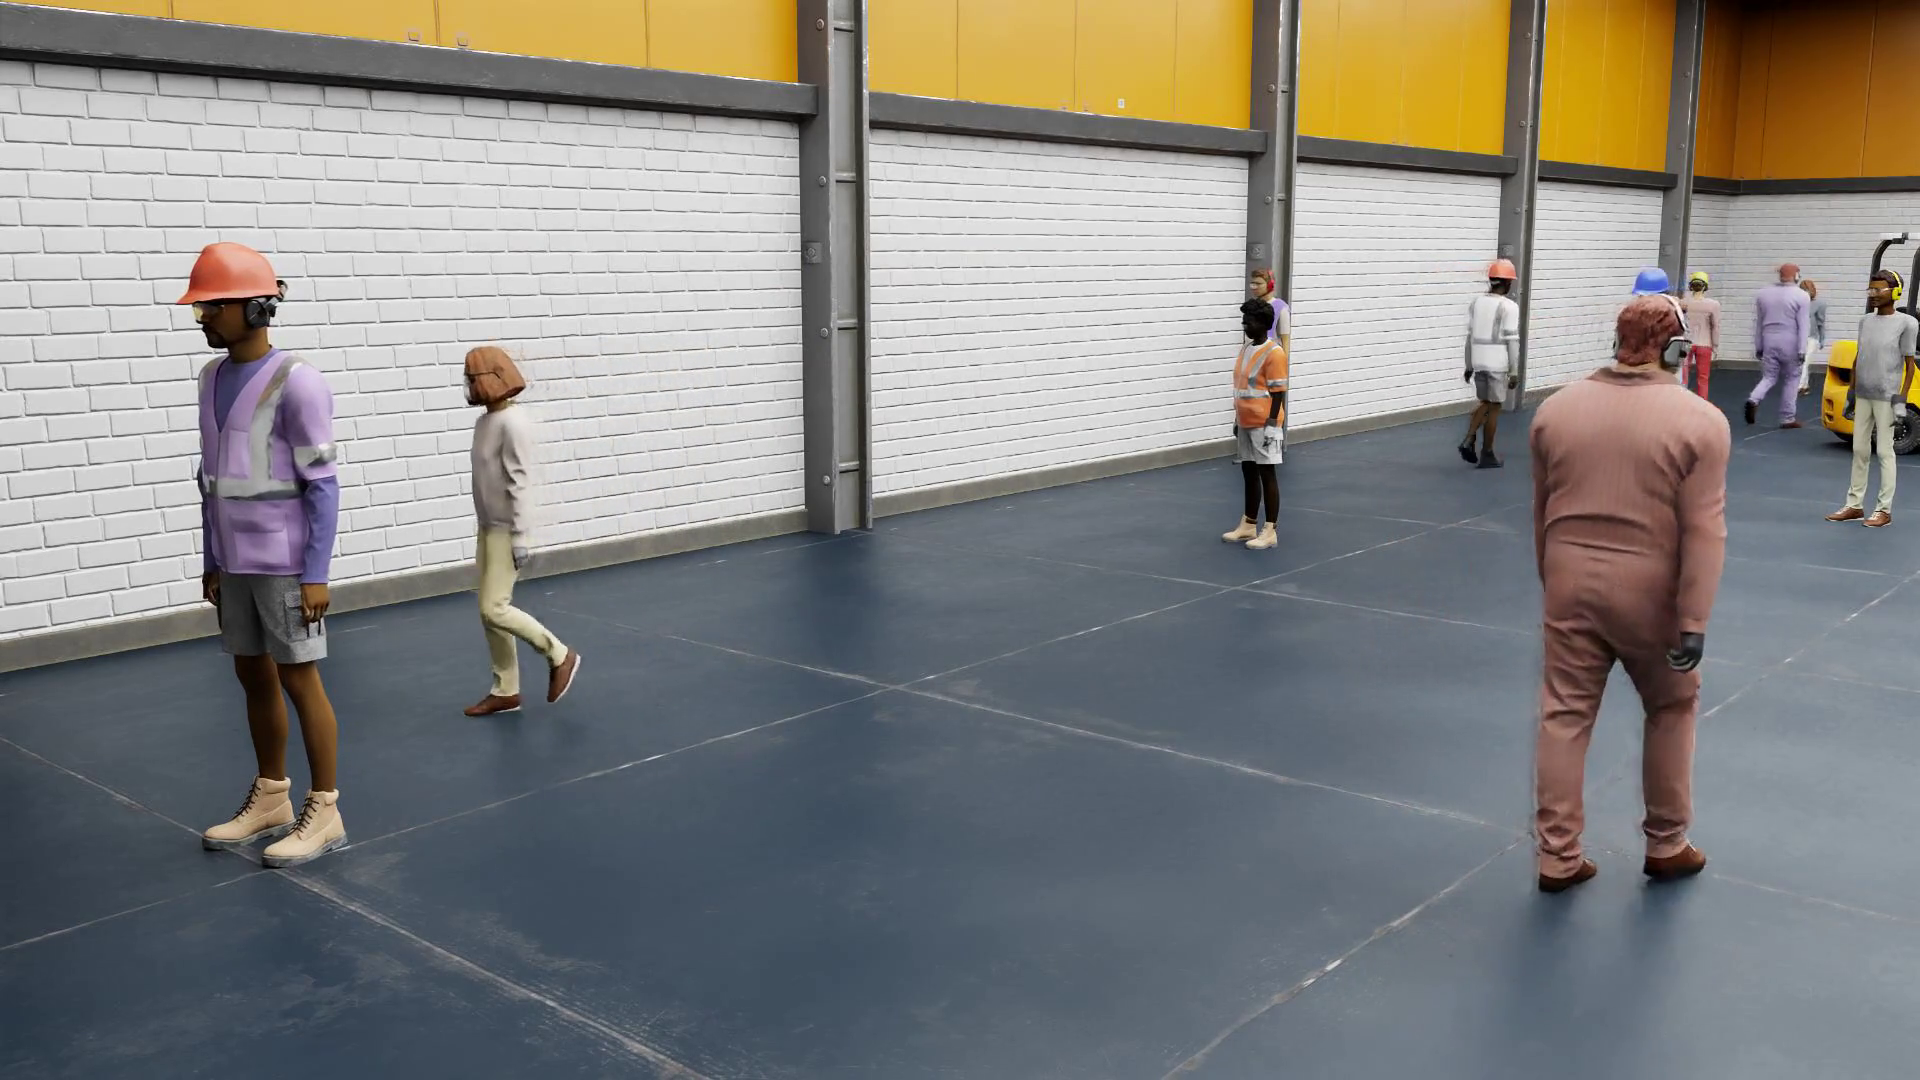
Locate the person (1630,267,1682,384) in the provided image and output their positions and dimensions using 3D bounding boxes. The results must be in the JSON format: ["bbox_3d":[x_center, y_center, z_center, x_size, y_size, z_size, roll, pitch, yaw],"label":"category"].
[{"bbox_3d":[5.342,-1.132,12.707,0.986,1.896,0.624,0,10,1],"label":"person"}]

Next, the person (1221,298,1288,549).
[{"bbox_3d":[2.013,-0.787,11.275,0.320,1.693,0.531,-3,11,-19],"label":"person"}]

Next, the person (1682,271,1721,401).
[{"bbox_3d":[8.527,-2.229,19.296,0.522,1.763,0.320,6,12,31],"label":"person"}]

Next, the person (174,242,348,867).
[{"bbox_3d":[-2.311,0.057,5.470,0.616,2.041,0.381,6,12,32],"label":"person"}]

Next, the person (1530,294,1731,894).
[{"bbox_3d":[2.128,0.172,5.283,0.659,1.879,0.751,9,14,43],"label":"person"}]

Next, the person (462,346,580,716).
[{"bbox_3d":[-1.949,-0.028,7.172,0.415,1.614,0.516,-7,12,-34],"label":"person"}]

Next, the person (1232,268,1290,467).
[{"bbox_3d":[2.825,-1.590,15.420,0.374,1.841,0.575,-6,12,-30],"label":"person"}]

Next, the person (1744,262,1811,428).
[{"bbox_3d":[9.187,-2.176,18.647,0.676,1.878,0.658,-6,12,-31],"label":"person"}]

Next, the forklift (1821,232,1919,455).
[{"bbox_3d":[9.955,-1.972,16.595,2.313,2.155,1.214,1,10,8],"label":"forklift"}]

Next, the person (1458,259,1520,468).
[{"bbox_3d":[4.892,-1.605,15.269,0.415,1.923,0.577,-6,11,-29],"label":"person"}]

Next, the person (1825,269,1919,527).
[{"bbox_3d":[6.690,-1.030,12.149,0.327,1.874,0.521,-4,11,-21],"label":"person"}]

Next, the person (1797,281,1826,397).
[{"bbox_3d":[11.522,-2.750,22.751,0.879,1.580,0.525,-9,13,-40],"label":"person"}]
